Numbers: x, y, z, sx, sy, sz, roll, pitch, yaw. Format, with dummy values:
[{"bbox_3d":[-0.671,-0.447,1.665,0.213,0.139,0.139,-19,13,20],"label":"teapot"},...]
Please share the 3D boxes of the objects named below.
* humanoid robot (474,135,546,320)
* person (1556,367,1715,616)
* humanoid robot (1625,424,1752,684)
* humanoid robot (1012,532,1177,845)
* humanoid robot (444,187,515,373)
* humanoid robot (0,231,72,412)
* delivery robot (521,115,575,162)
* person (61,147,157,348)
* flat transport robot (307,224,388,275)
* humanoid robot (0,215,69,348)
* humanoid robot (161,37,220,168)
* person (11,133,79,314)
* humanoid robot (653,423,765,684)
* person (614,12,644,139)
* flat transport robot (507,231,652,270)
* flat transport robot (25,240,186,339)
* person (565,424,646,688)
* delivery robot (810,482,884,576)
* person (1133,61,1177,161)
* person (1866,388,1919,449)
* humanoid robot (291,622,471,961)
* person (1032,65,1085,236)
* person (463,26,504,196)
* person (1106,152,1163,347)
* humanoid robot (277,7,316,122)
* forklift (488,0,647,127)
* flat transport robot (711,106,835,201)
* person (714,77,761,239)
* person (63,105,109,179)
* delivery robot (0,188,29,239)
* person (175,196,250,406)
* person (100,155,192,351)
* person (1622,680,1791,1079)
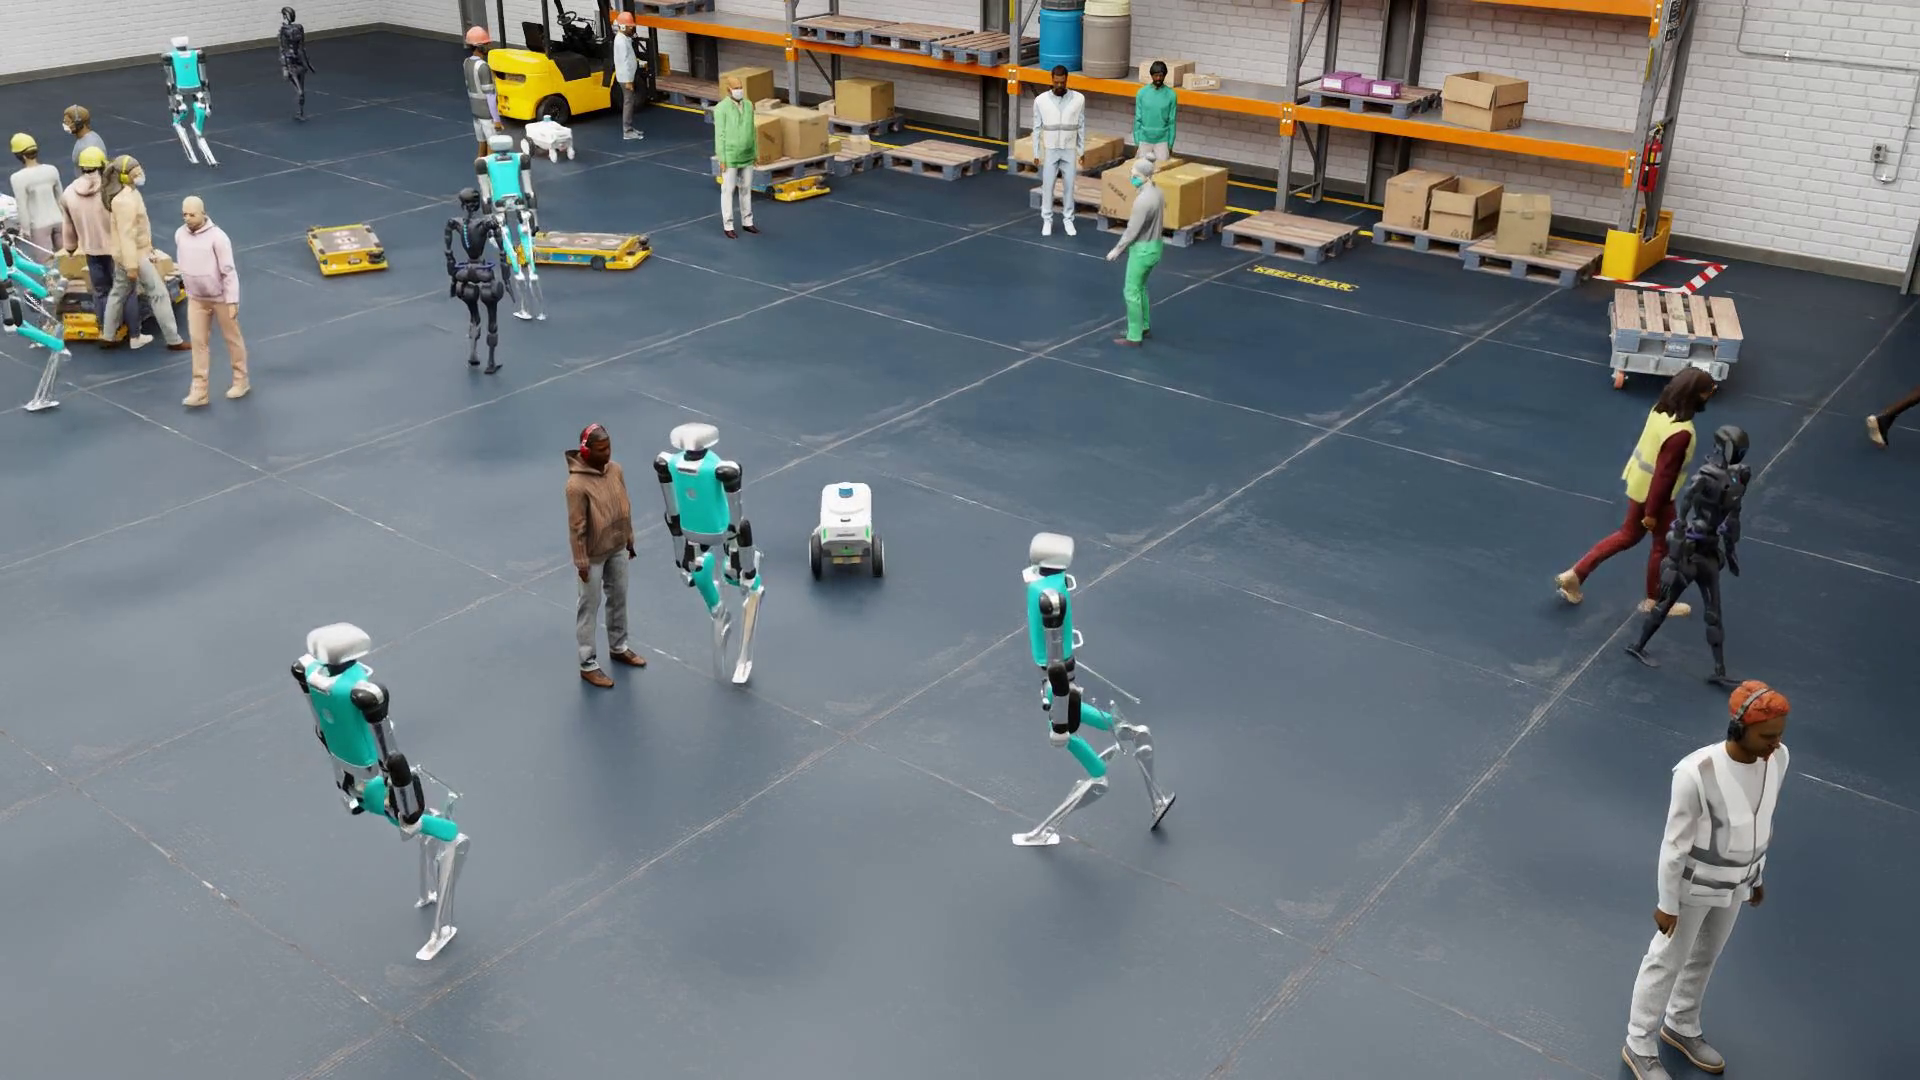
[{"bbox_3d":[-4.256,-2.928,15.992,0.531,1.813,0.768,-13,29,-25],"label":"humanoid robot"},{"bbox_3d":[4.318,-0.300,10.509,0.820,1.737,0.514,3,26,7],"label":"person"},{"bbox_3d":[4.390,0.093,9.790,0.604,1.627,0.755,-13,29,-26],"label":"humanoid robot"},{"bbox_3d":[0.767,0.784,8.291,0.996,1.769,0.531,-2,26,-4],"label":"humanoid robot"},{"bbox_3d":[-4.245,-2.298,14.707,0.609,1.644,0.327,3,26,7],"label":"humanoid robot"},{"bbox_3d":[-7.735,-1.931,13.834,0.647,1.759,0.534,-14,29,-27],"label":"humanoid robot"},{"bbox_3d":[-5.564,-5.445,22.508,0.499,0.586,0.783,-23,34,-39],"label":"delivery robot"},{"bbox_3d":[-7.830,-2.659,15.254,0.825,1.854,0.434,1,26,3],"label":"person"},{"bbox_3d":[-6.708,-3.187,18.171,0.659,0.231,1.431,-12,28,-23],"label":"flat transport robot"},{"bbox_3d":[-8.646,-2.644,15.342,0.819,1.740,0.543,-9,27,-17],"label":"humanoid robot"},{"bbox_3d":[-10.029,-5.664,21.600,0.540,1.733,0.982,-20,32,-35],"label":"humanoid robot"},{"bbox_3d":[-8.946,-3.083,16.245,0.331,1.759,0.529,9,27,18],"label":"person"},{"bbox_3d":[-1.351,0.121,9.742,0.551,1.878,0.752,10,28,20],"label":"humanoid robot"},{"bbox_3d":[-4.669,-6.538,23.422,0.350,1.737,0.572,-4,26,-9],"label":"person"},{"bbox_3d":[-4.140,-3.147,18.087,1.431,0.231,0.659,4,26,8],"label":"flat transport robot"},{"bbox_3d":[-8.222,-2.269,16.270,0.659,0.231,1.431,2,26,4],"label":"flat transport robot"},{"bbox_3d":[-2.123,0.072,9.842,0.308,1.646,0.462,16,30,30],"label":"person"},{"bbox_3d":[-0.785,-0.108,11.441,0.512,0.574,0.744,-1,26,-2],"label":"delivery robot"},{"bbox_3d":[2.266,-4.645,19.384,0.496,1.843,0.404,4,26,8],"label":"person"},{"bbox_3d":[7.636,-1.532,12.829,0.770,1.935,0.616,3,26,7],"label":"person"},{"bbox_3d":[-2.508,1.098,7.646,0.531,1.801,0.808,16,30,30],"label":"humanoid robot"},{"bbox_3d":[1.114,-4.411,18.826,0.598,1.909,0.400,-3,26,-6],"label":"person"},{"bbox_3d":[-5.783,-5.219,20.339,0.366,2.048,0.606,-20,32,-35],"label":"person"},{"bbox_3d":[1.618,-2.672,15.305,0.477,1.829,0.561,9,27,17],"label":"person"},{"bbox_3d":[-9.755,-6.987,24.435,0.525,1.641,0.589,9,27,18],"label":"humanoid robot"},{"bbox_3d":[-5.874,-7.334,24.552,1.214,2.155,2.313,19,32,34],"label":"forklift"},{"bbox_3d":[-2.349,-4.514,20.920,1.431,0.231,0.659,23,34,39],"label":"flat transport robot"},{"bbox_3d":[-2.510,-4.323,18.782,0.539,1.784,0.385,-21,33,-36],"label":"person"},{"bbox_3d":[-8.621,-3.370,16.633,0.370,1.939,0.630,-13,28,-24],"label":"person"},{"bbox_3d":[-10.911,-3.692,18.909,0.785,0.613,0.507,17,30,31],"label":"delivery robot"},{"bbox_3d":[-6.325,-1.975,13.935,0.564,1.762,0.726,4,26,8],"label":"person"},{"bbox_3d":[-7.587,-2.594,15.164,0.808,1.841,0.617,-14,29,-27],"label":"person"},{"bbox_3d":[3.067,1.413,6.793,0.571,1.881,0.356,-12,28,-24],"label":"person"}]
